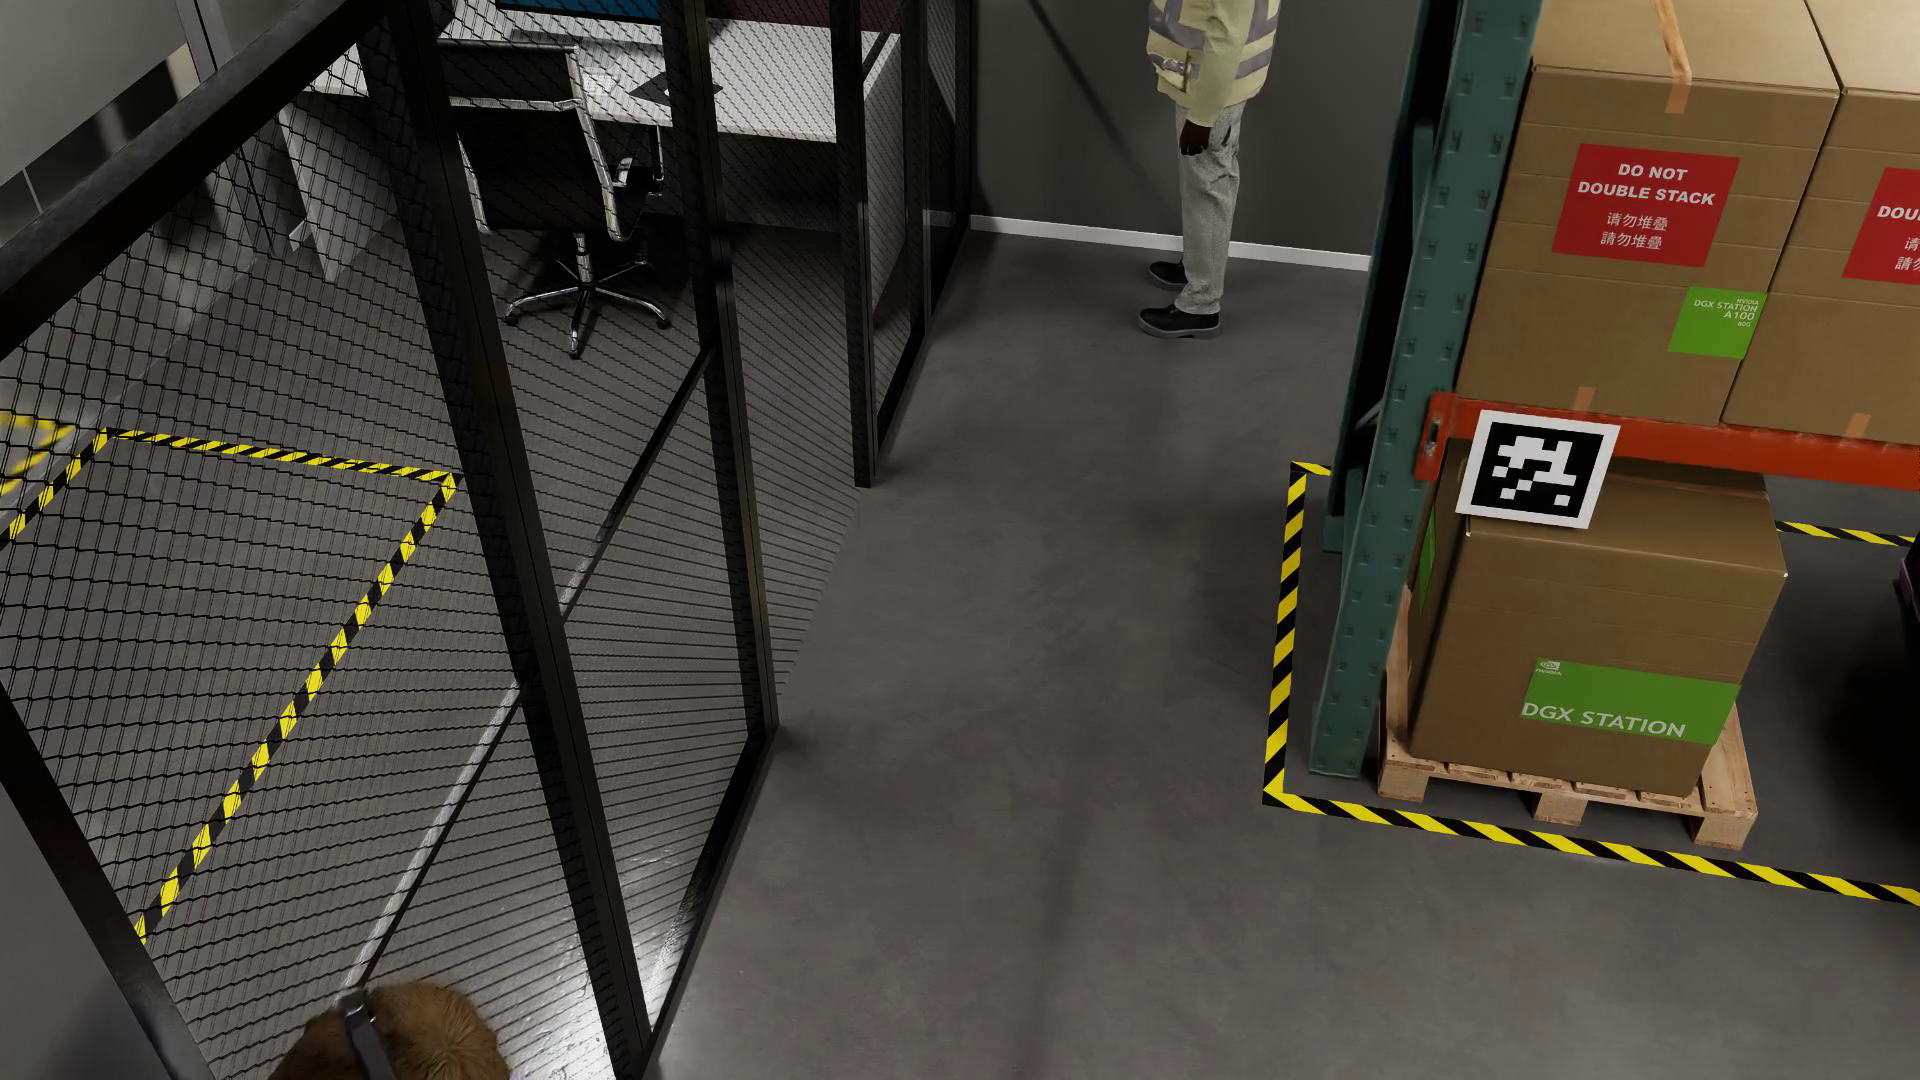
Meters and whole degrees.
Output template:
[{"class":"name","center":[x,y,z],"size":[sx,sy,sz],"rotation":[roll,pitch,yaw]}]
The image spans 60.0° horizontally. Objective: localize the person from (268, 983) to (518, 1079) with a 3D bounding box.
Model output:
[{"class":"person","center":[-0.528,1.159,2.164],"size":[0.637,1.936,0.355],"rotation":[19,44,20]}]

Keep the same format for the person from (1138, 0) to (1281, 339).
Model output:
[{"class":"person","center":[0.790,-1.500,5.304],"size":[0.404,1.830,0.601],"rotation":[9,42,10]}]
